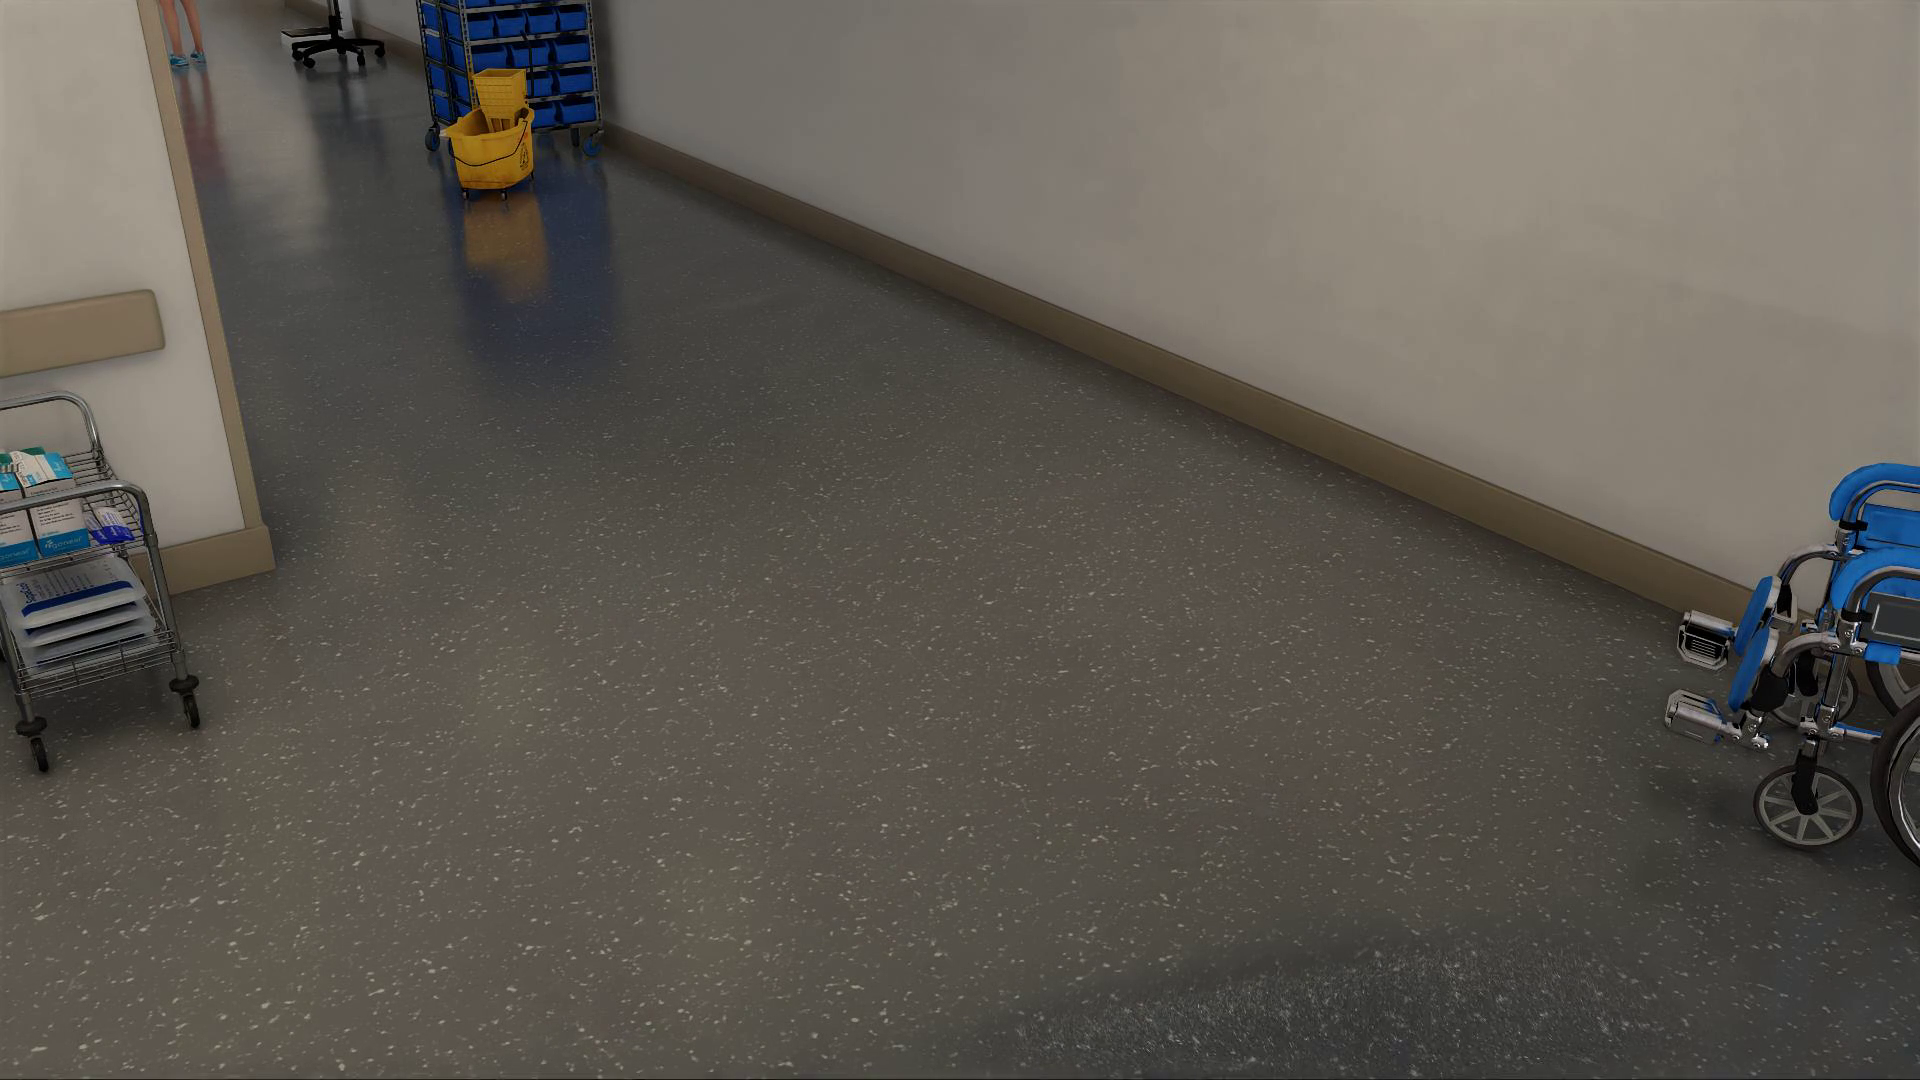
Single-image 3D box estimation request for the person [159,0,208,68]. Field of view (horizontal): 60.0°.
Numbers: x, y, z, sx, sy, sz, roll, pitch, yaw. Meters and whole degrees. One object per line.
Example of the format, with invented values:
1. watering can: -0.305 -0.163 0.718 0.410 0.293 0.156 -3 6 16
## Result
1. person: -6.569 -4.847 13.756 0.720 1.766 0.625 17 31 31
